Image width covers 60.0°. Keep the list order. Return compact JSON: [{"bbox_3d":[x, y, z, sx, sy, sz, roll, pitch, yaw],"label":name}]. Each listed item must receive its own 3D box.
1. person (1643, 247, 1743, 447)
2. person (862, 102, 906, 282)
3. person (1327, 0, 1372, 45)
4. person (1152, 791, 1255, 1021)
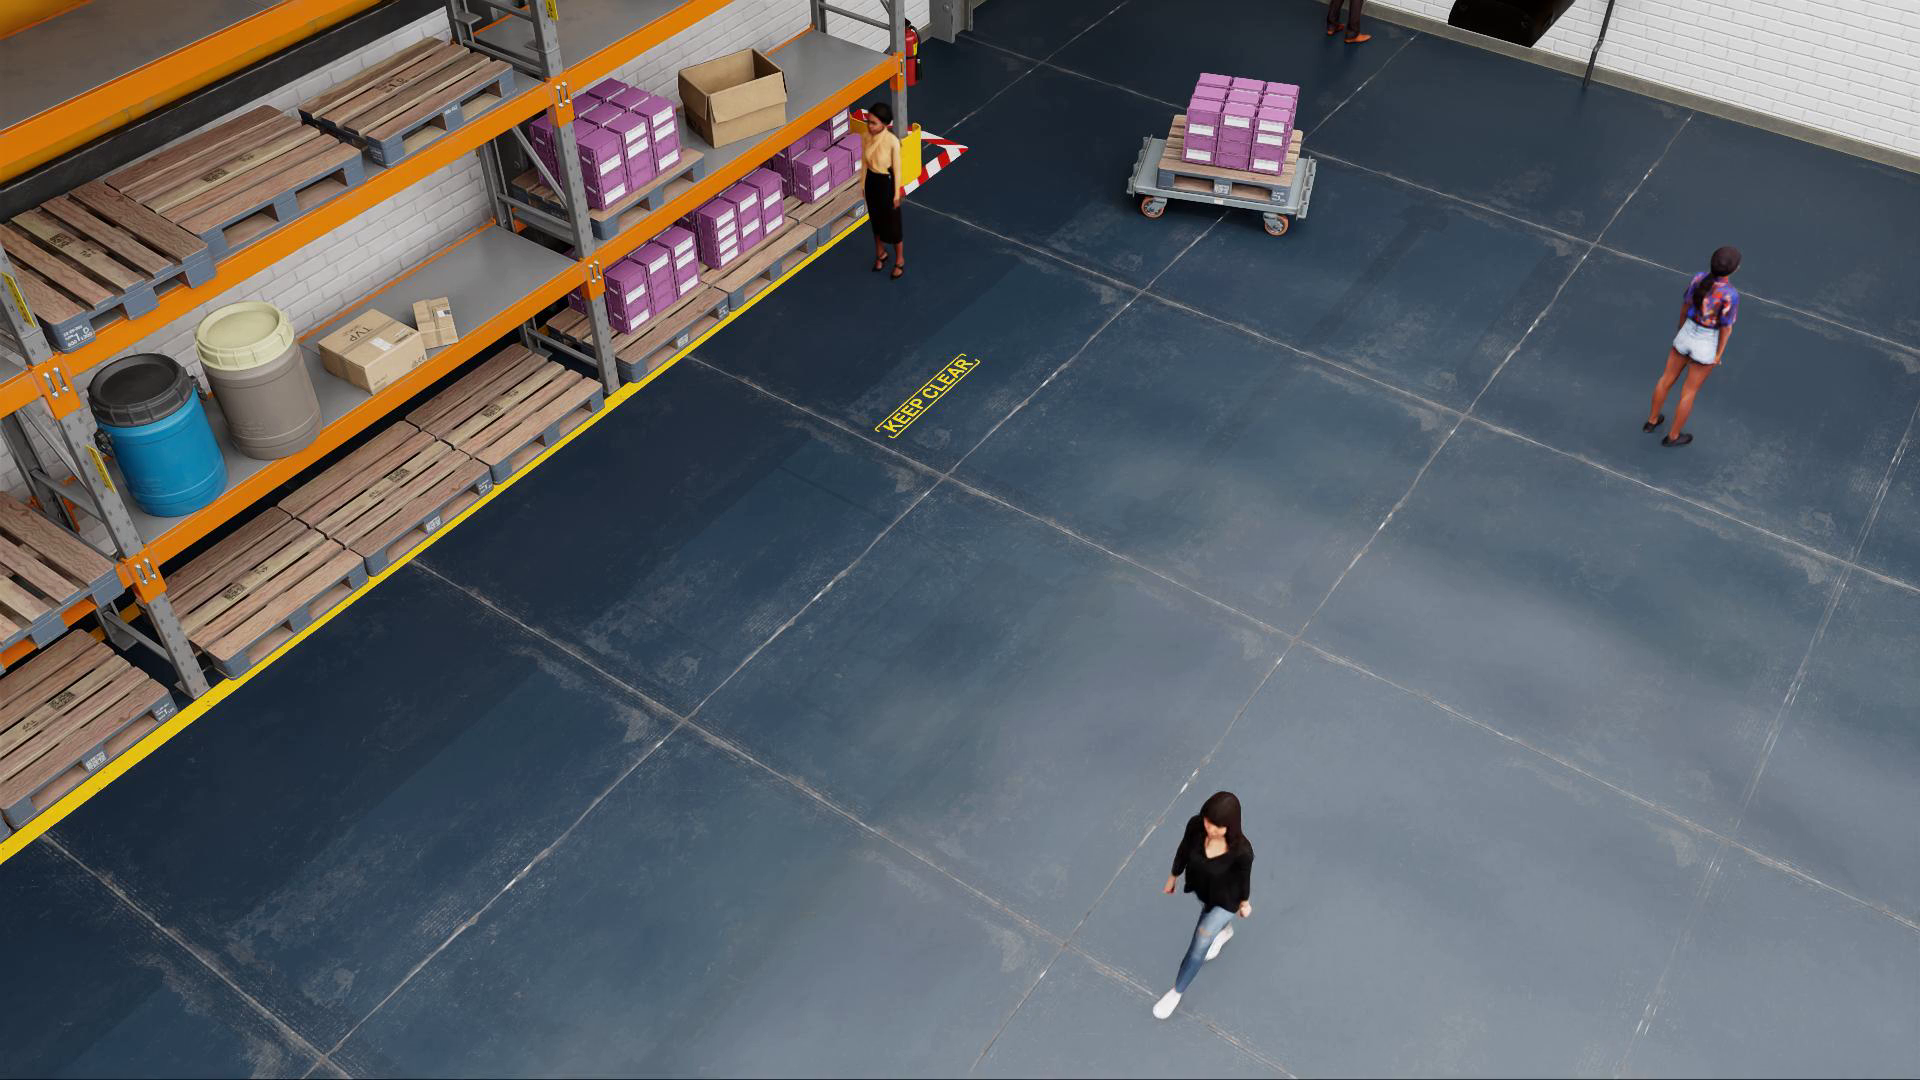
[{"bbox_3d":[5.584,-1.484,12.623,0.643,1.743,0.661,-23,48,-23],"label":"person"},{"bbox_3d":[-0.653,-2.996,14.276,0.551,1.652,0.516,24,49,23],"label":"person"},{"bbox_3d":[4.171,-6.144,17.468,0.721,1.807,0.768,-25,49,-24],"label":"person"},{"bbox_3d":[1.436,1.880,9.189,0.702,1.609,1.076,33,53,30],"label":"person"}]
